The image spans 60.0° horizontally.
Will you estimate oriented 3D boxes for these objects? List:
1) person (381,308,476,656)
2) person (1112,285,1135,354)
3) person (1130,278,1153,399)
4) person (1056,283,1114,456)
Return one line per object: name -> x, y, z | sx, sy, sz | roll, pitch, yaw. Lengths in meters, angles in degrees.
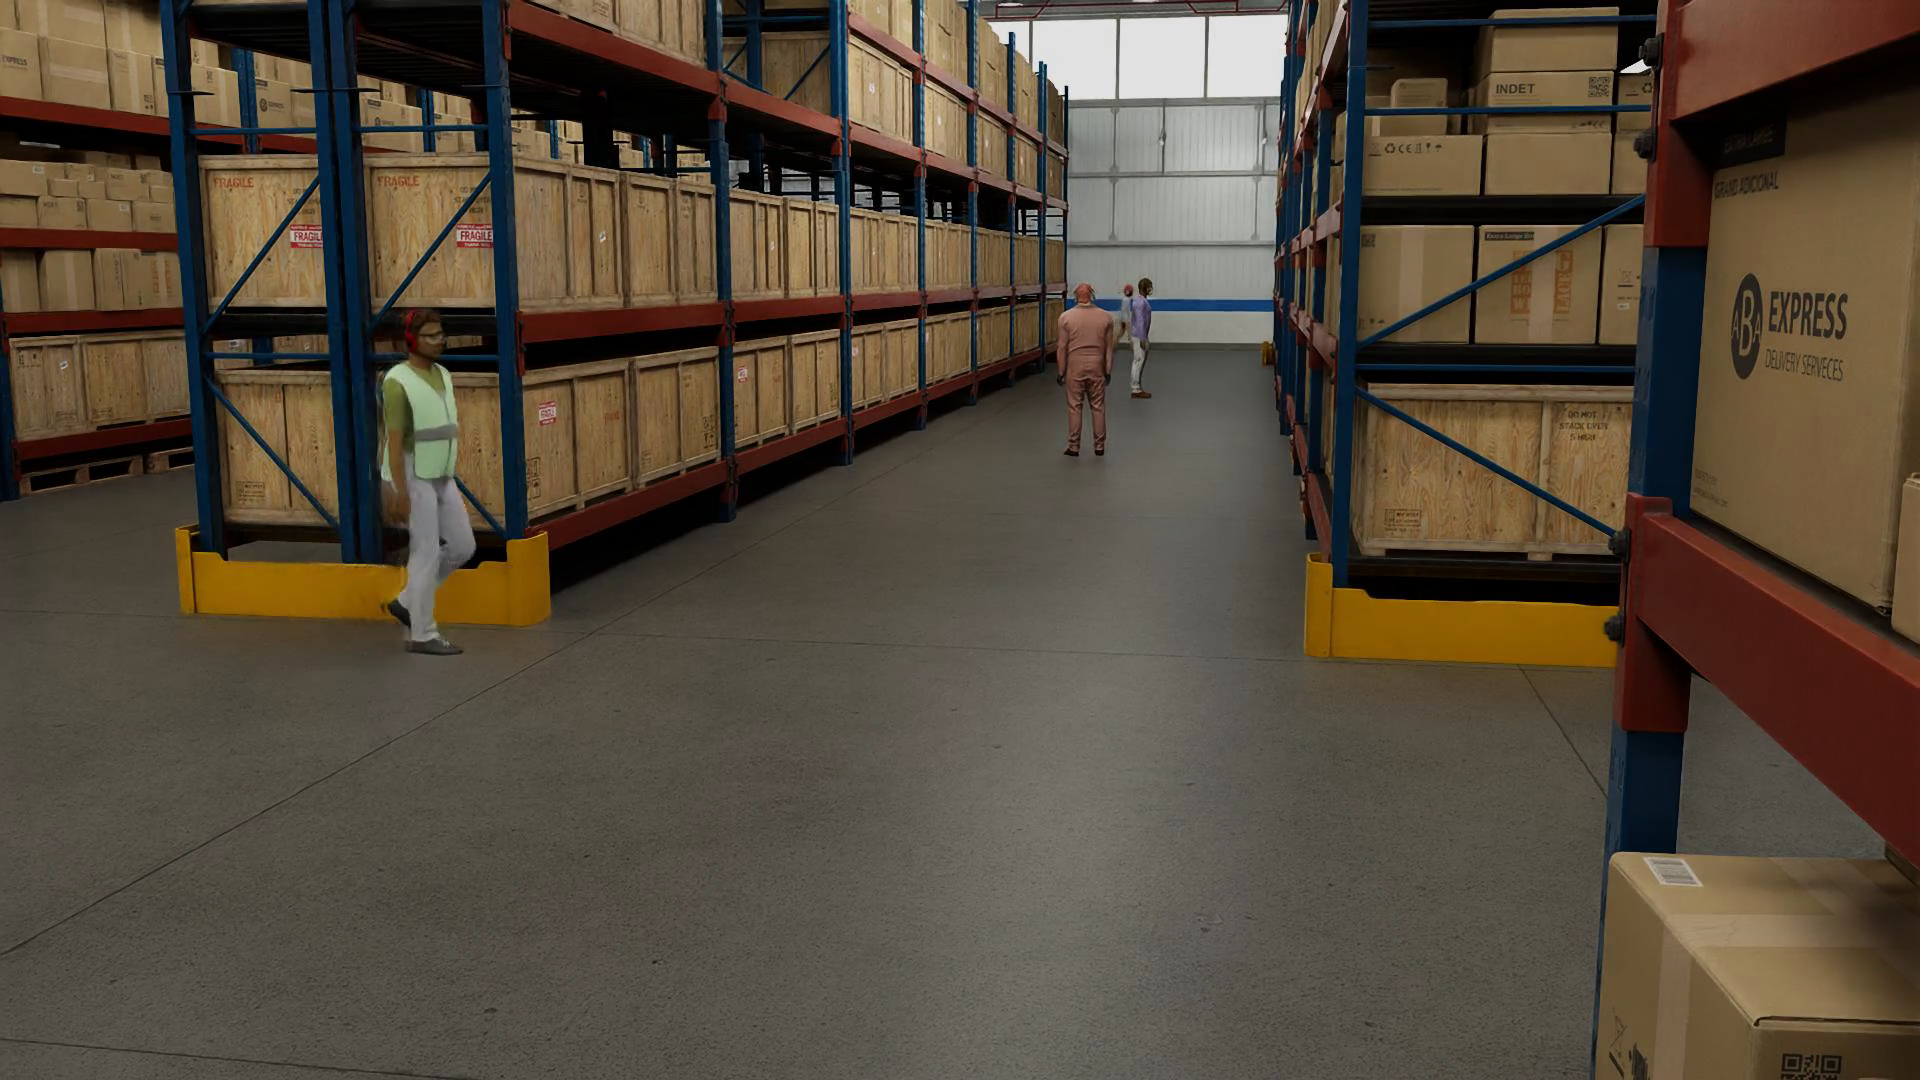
person -> -2.806, -0.297, 8.750 | 0.434, 1.837, 0.586 | 2, 9, 10
person -> 4.106, -5.472, 41.260 | 0.882, 1.712, 0.576 | 1, 9, 3
person -> 2.908, -3.232, 26.692 | 0.364, 1.933, 0.631 | 2, 9, 10
person -> 1.362, -1.869, 18.309 | 0.642, 1.905, 0.399 | -2, 9, -10
